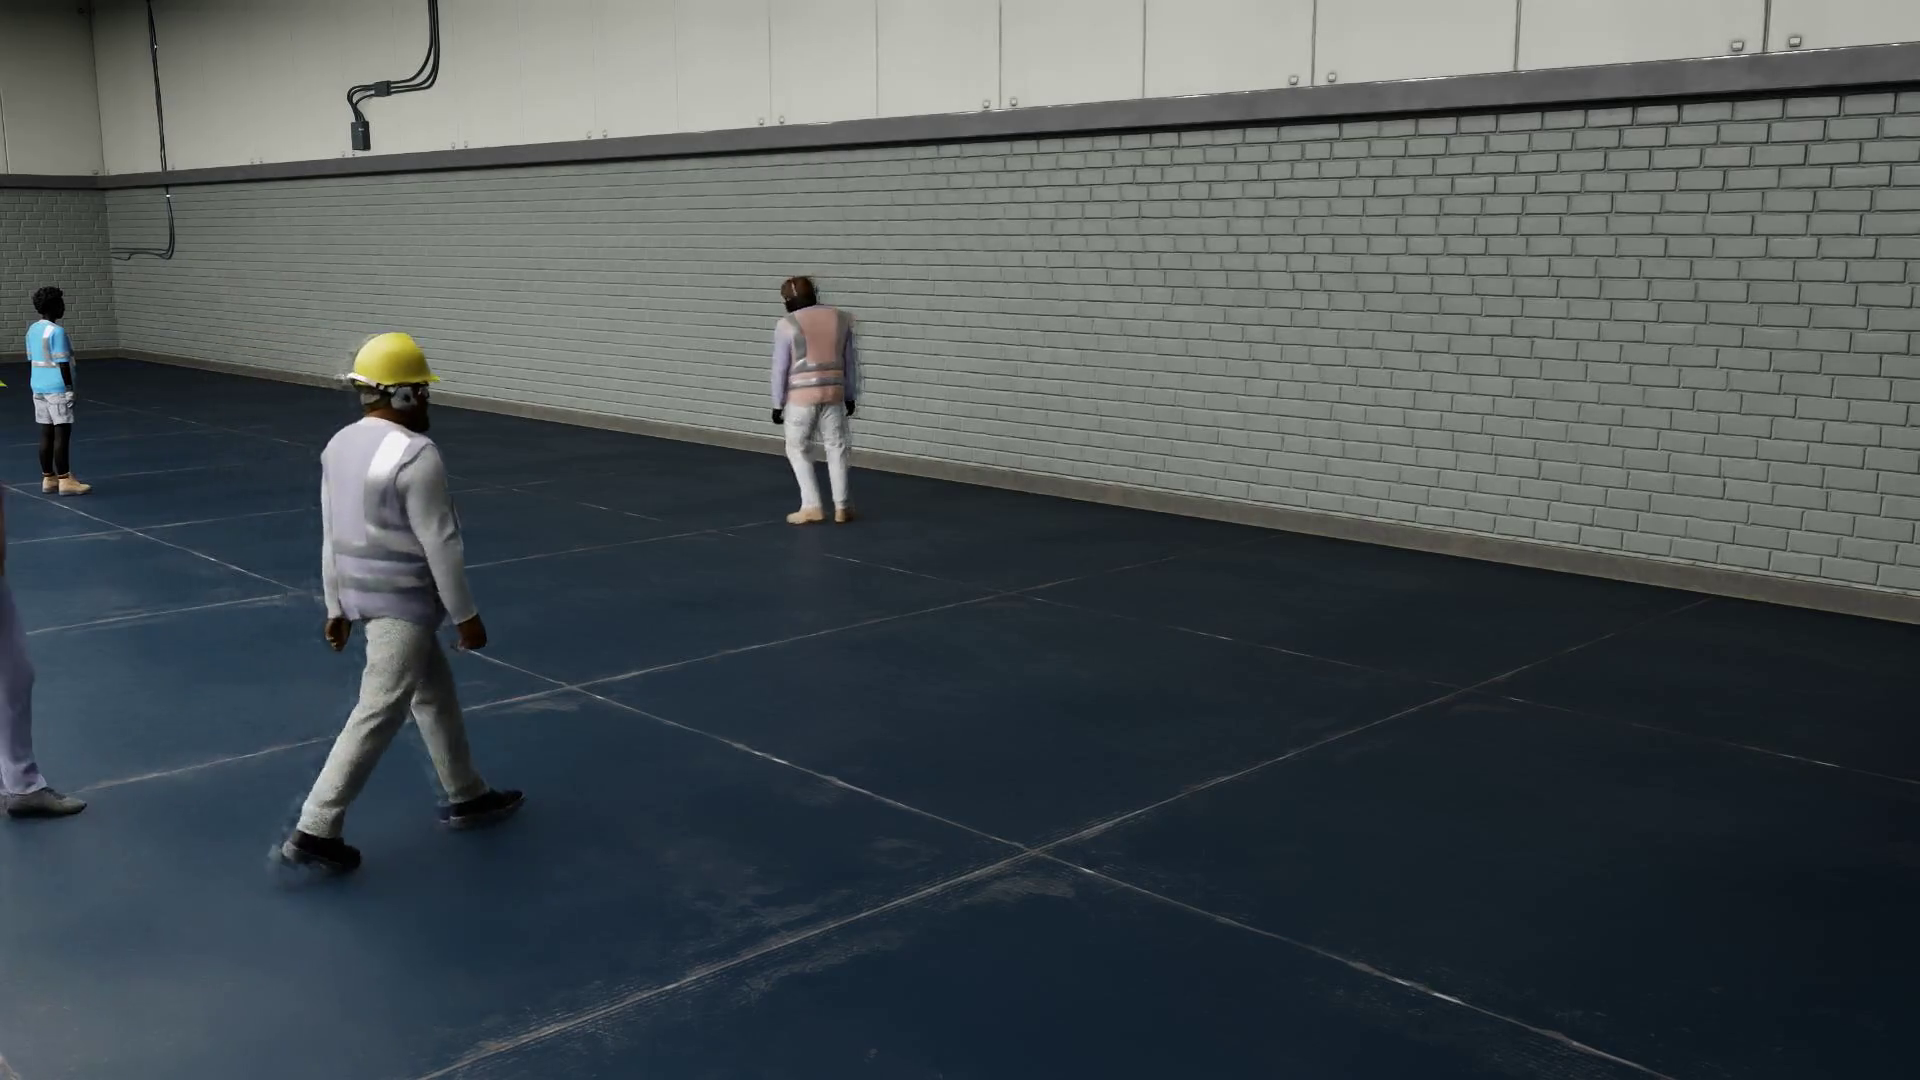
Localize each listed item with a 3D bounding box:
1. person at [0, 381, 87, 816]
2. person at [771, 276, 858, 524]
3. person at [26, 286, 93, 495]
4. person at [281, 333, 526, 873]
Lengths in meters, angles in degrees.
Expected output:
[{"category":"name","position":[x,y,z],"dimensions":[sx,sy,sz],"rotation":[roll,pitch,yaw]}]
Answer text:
[{"category":"person","position":[-3.606,0.169,5.899],"dimensions":[0.699,1.747,0.518],"rotation":[-2,11,-9]},{"category":"person","position":[-1.057,-1.030,12.287],"dimensions":[0.724,1.811,0.432],"rotation":[-7,12,-33]},{"category":"person","position":[-7.434,-1.217,13.643],"dimensions":[0.548,1.703,0.360],"rotation":[8,13,36]},{"category":"person","position":[-1.941,0.199,5.645],"dimensions":[0.928,1.794,0.585],"rotation":[-10,14,-43]}]
